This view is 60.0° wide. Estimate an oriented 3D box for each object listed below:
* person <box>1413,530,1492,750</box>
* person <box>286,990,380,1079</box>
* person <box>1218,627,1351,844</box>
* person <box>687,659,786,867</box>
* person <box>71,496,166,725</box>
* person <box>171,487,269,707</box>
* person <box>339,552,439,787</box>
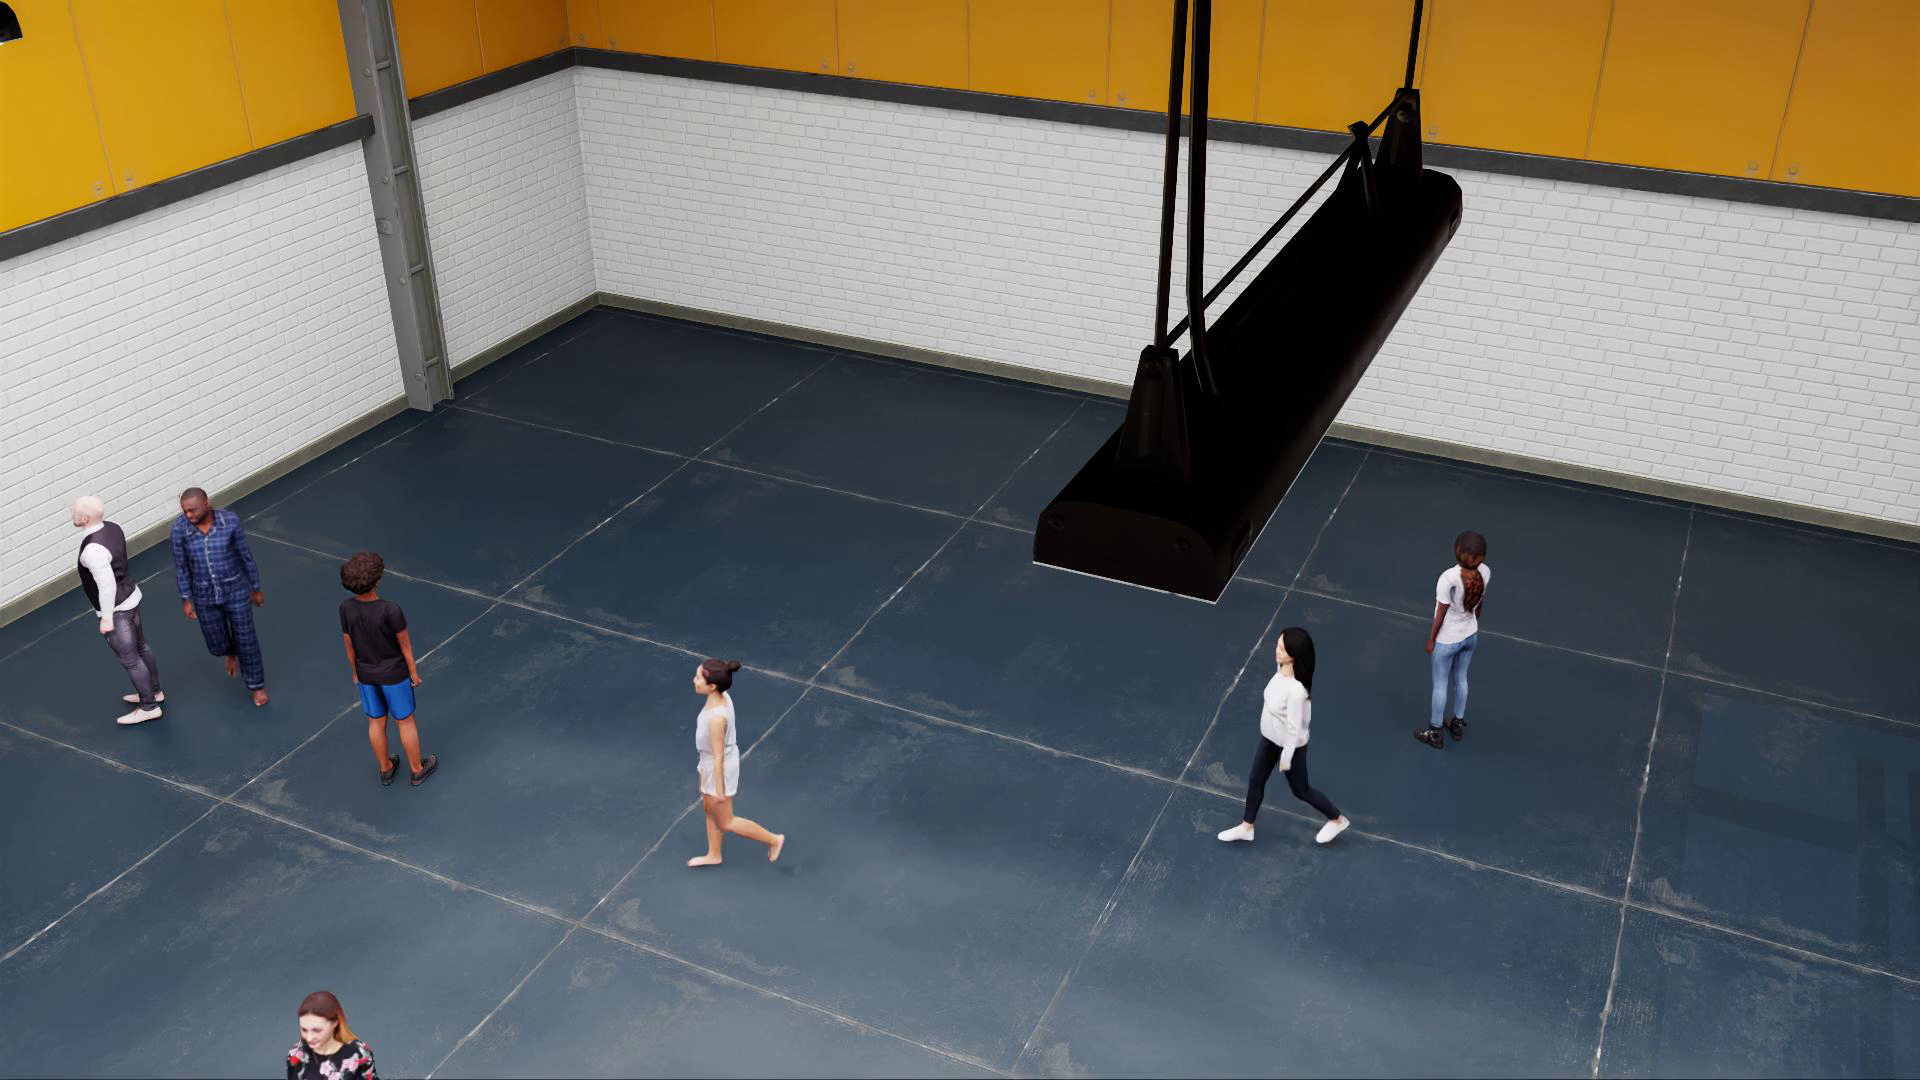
[{"bbox_3d":[3.521,0.696,11.828,0.648,1.719,0.730,-14,31,-24],"label":"person"},{"bbox_3d":[-2.938,2.797,8.055,0.854,1.644,1.159,2,29,4],"label":"person"},{"bbox_3d":[2.208,1.305,10.770,1.053,1.664,1.125,-4,29,-7],"label":"person"},{"bbox_3d":[-1.459,1.450,10.583,0.883,1.589,0.908,-3,29,-5],"label":"person"},{"bbox_3d":[-6.130,0.492,12.095,0.844,1.823,0.754,-6,29,-11],"label":"person"},{"bbox_3d":[-5.480,0.369,12.340,0.925,1.803,0.985,-10,30,-18],"label":"person"},{"bbox_3d":[-3.957,0.891,11.389,0.695,1.797,0.683,2,29,3],"label":"person"}]
